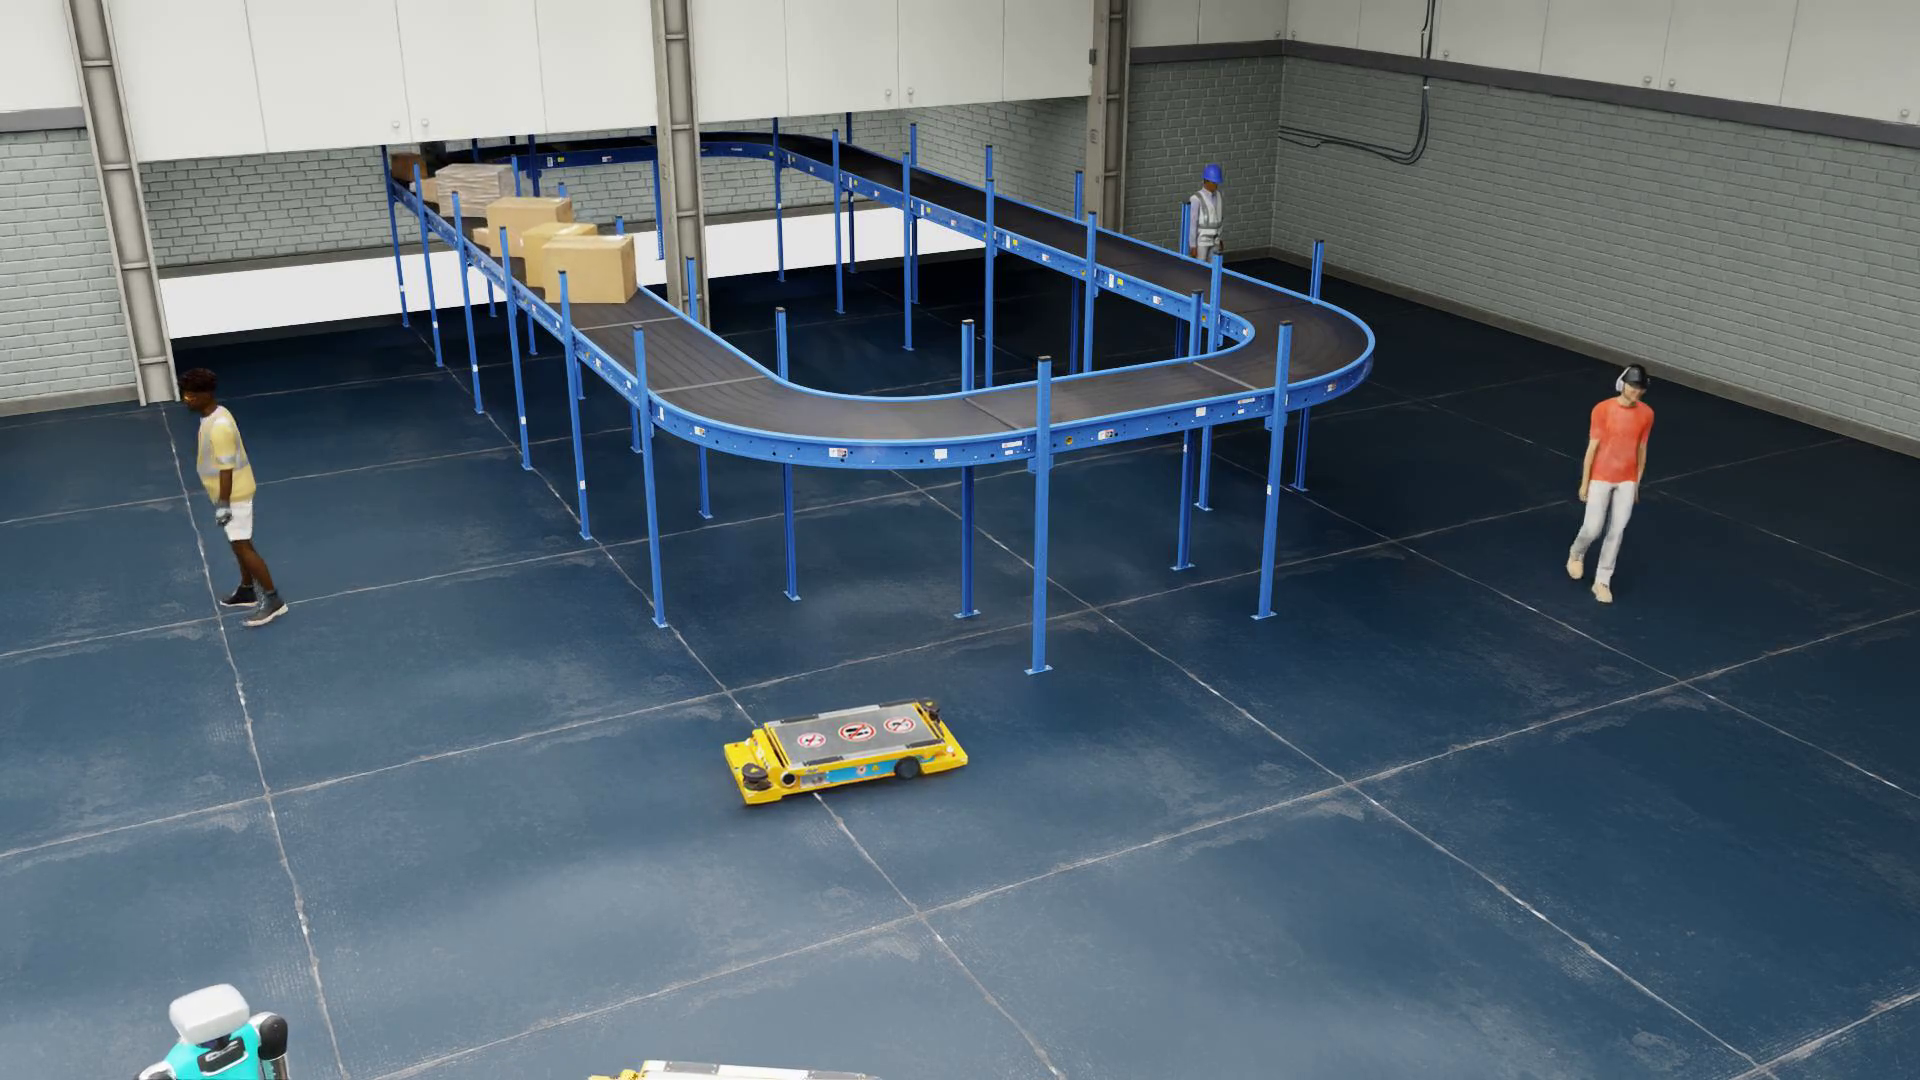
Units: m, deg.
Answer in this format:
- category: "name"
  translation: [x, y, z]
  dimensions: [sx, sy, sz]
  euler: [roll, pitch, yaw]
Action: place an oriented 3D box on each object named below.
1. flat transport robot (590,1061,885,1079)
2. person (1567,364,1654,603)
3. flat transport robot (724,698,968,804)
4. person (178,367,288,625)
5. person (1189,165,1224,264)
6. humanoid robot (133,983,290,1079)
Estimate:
- category: "flat transport robot"
  translation: [-1.034, 2.634, 7.365]
  dimensions: [1.431, 0.231, 0.659]
  euler: [2, 22, 5]
- category: "person"
  translation: [5.024, -0.456, 12.832]
  dimensions: [0.505, 1.898, 0.524]
  euler: [0, 22, 1]
- category: "flat transport robot"
  translation: [-0.730, 1.333, 10.580]
  dimensions: [1.431, 0.231, 0.659]
  euler: [-8, 23, -18]
- category: "person"
  translation: [-5.490, -0.371, 12.540]
  dimensions: [0.464, 1.968, 0.819]
  euler: [-9, 24, -22]
- category: "person"
  translation: [3.107, -3.761, 20.960]
  dimensions: [0.621, 1.932, 0.417]
  euler: [-20, 29, -40]
- category: "humanoid robot"
  translation: [-2.373, 2.465, 5.836]
  dimensions: [0.856, 1.771, 0.567]
  euler: [16, 27, 35]
